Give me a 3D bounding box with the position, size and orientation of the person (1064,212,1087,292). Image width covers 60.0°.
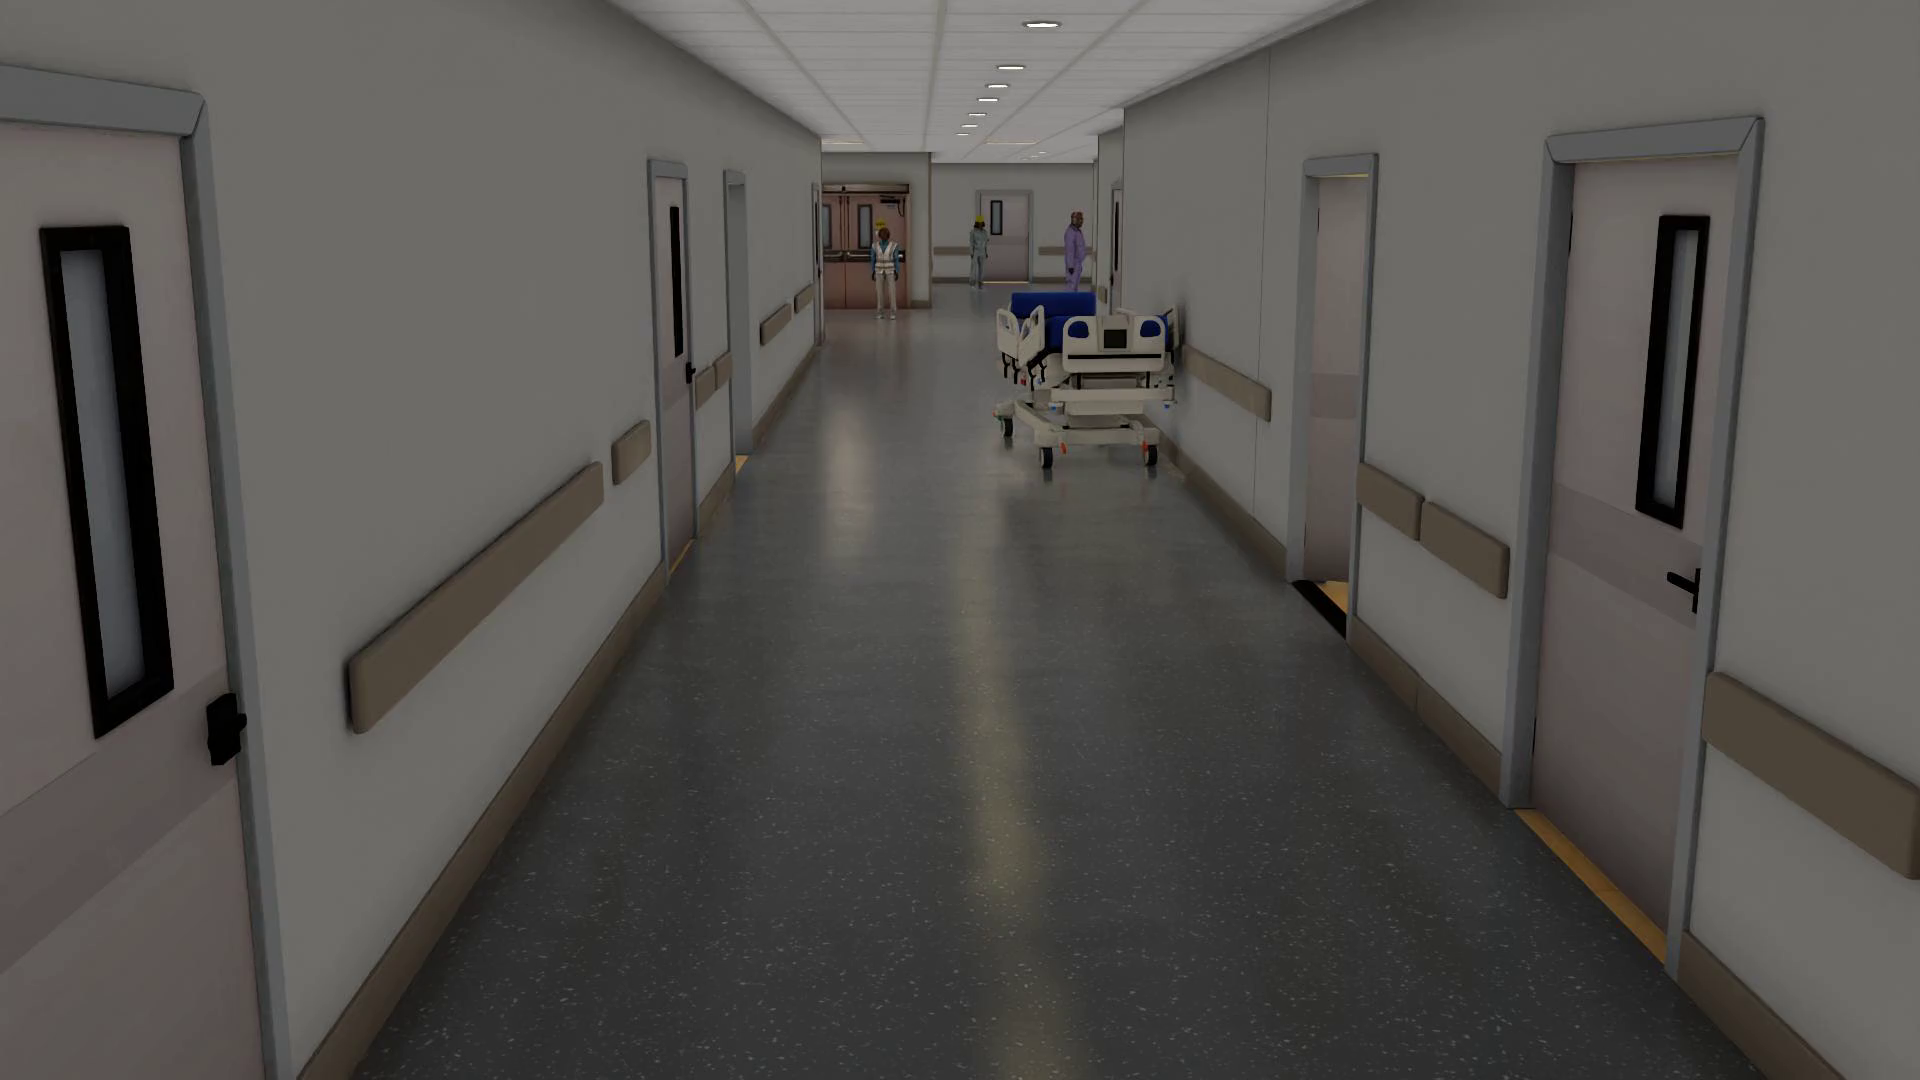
[{"bbox_3d":[2.133,-5.094,30.686,0.397,1.900,0.637,3,12,16],"label":"person"}]

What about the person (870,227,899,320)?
[{"bbox_3d":[-1.335,-4.740,29.597,0.522,1.631,0.321,2,12,10],"label":"person"}]

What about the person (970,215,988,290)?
[{"bbox_3d":[0.453,-6.756,39.139,0.492,1.742,0.323,-8,14,-33],"label":"person"}]
